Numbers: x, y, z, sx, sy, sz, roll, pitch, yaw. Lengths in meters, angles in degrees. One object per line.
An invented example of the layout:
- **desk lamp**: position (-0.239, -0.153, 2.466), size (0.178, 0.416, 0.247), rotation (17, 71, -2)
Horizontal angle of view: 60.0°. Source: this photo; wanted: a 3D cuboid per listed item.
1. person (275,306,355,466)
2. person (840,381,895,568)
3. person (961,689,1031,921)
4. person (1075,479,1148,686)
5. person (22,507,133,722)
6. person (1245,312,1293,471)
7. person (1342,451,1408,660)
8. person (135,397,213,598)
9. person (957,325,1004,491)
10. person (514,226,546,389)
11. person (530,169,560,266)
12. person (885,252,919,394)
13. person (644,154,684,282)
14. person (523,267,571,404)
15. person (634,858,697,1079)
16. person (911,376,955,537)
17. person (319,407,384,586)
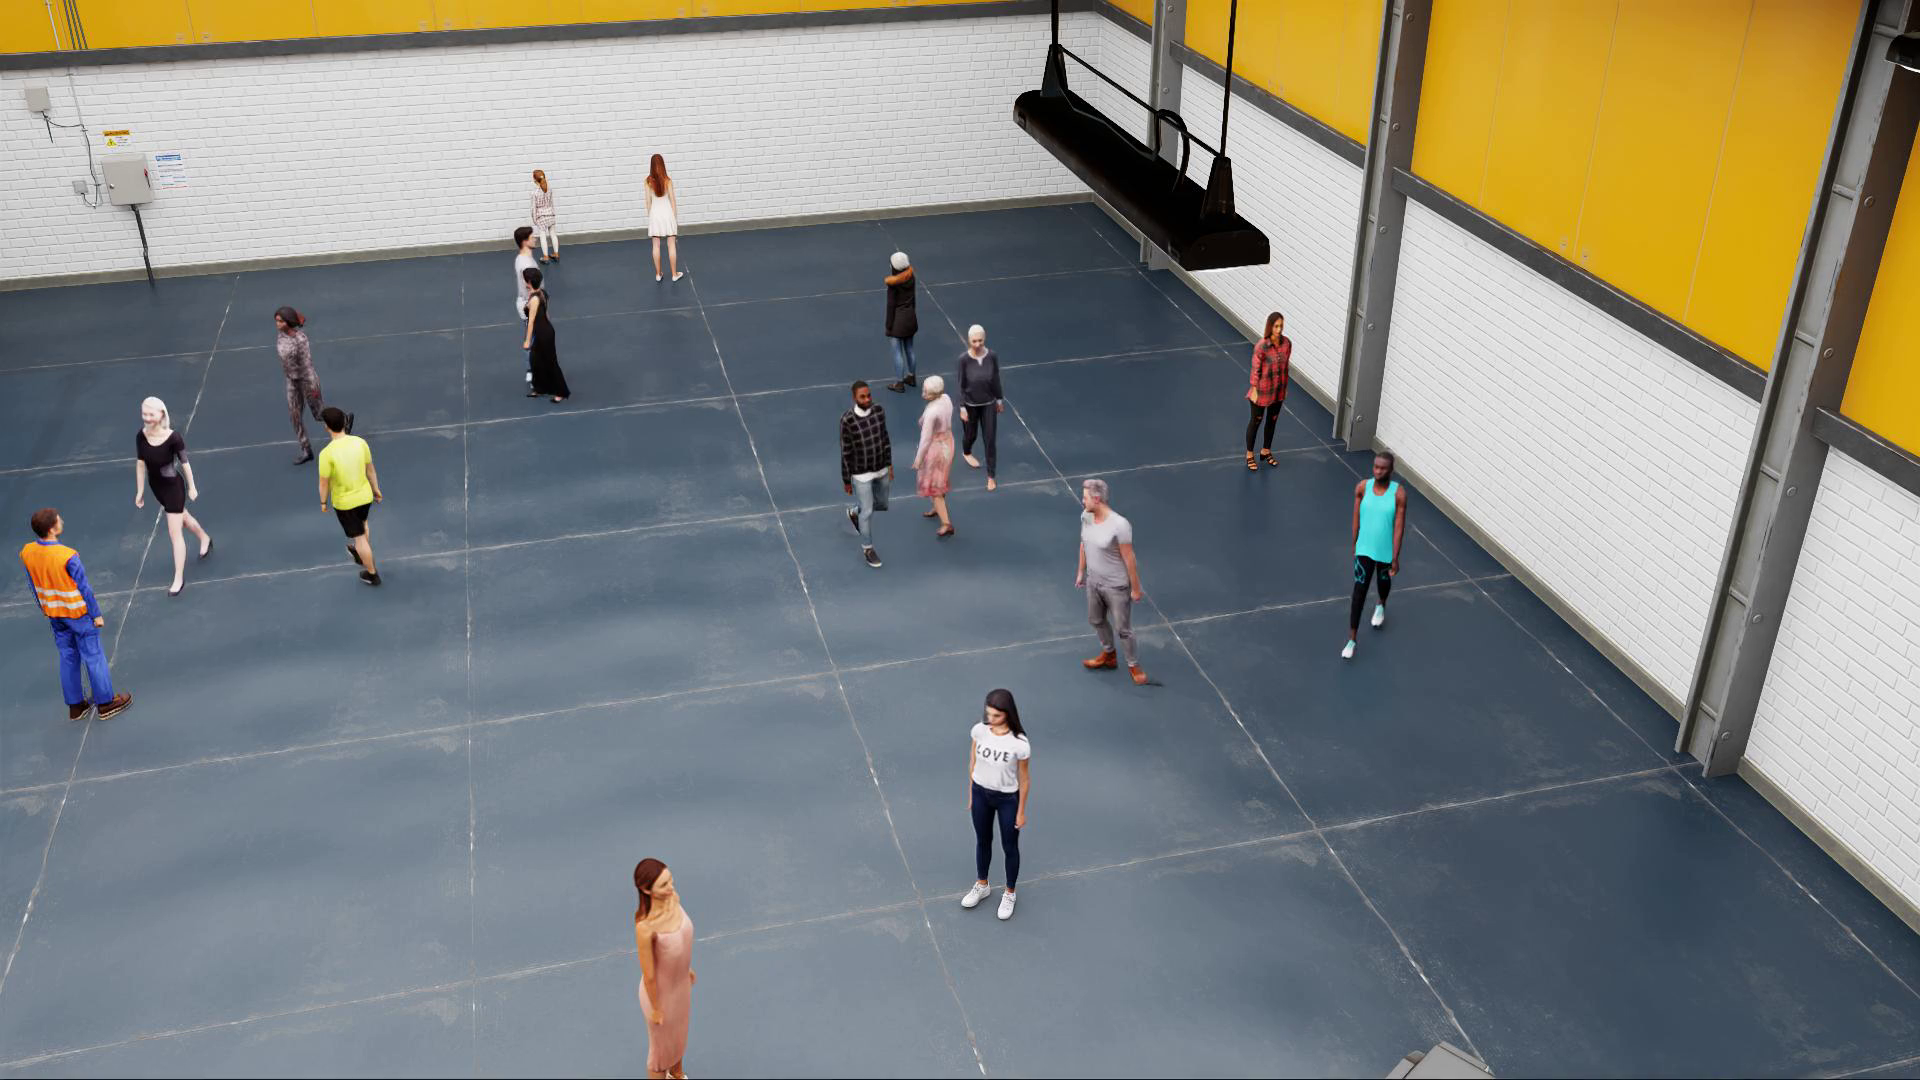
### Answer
- **person**: position (-6.785, -1.644, 17.350), size (1.018, 1.691, 1.071), rotation (16, 32, 27)
- **person**: position (-0.908, -0.671, 15.449), size (0.874, 1.804, 1.027), rotation (-19, 34, -31)
- **person**: position (0.254, 1.730, 11.076), size (0.661, 1.776, 0.717), rotation (15, 32, 25)
- **person**: position (1.280, 0.339, 13.618), size (0.820, 1.784, 1.038), rotation (20, 34, 32)
- **person**: position (-7.017, 0.578, 13.098), size (0.816, 1.863, 0.836), rotation (6, 29, 10)
- **person**: position (3.187, -1.551, 17.168), size (0.653, 1.702, 0.606), rotation (-13, 31, -22)
- **person**: position (3.577, 0.064, 14.135), size (1.109, 1.772, 1.229), rotation (13, 31, 22)
- **person**: position (-7.134, -0.473, 15.108), size (0.929, 1.782, 1.245), rotation (4, 29, 8)
- **person**: position (0.160, -1.434, 16.971), size (0.672, 1.687, 0.989), rotation (-8, 30, -14)
- **person**: position (-4.902, -2.659, 19.009), size (0.725, 1.885, 0.490), rotation (-8, 30, -14)
- **person**: position (-5.720, -4.470, 22.929), size (0.602, 1.310, 0.629), rotation (-23, 36, -35)
- **person**: position (-0.662, -2.489, 18.961), size (0.774, 1.633, 0.735), rotation (20, 35, 33)
- **person**: position (-3.981, -4.311, 22.218), size (0.626, 1.711, 0.617), rotation (2, 29, 3)
- **person**: position (-4.579, -2.270, 18.611), size (0.709, 1.583, 0.702), rotation (-4, 29, -8)
- **person**: position (-1.689, 2.560, 9.499), size (0.726, 1.831, 0.628), rotation (9, 30, 17)
- **person**: position (-0.200, -0.798, 15.843), size (0.886, 1.650, 0.826), rotation (18, 33, 29)
- **person**: position (-5.442, -0.369, 15.019), size (1.062, 1.686, 0.947), rotation (23, 36, 35)
